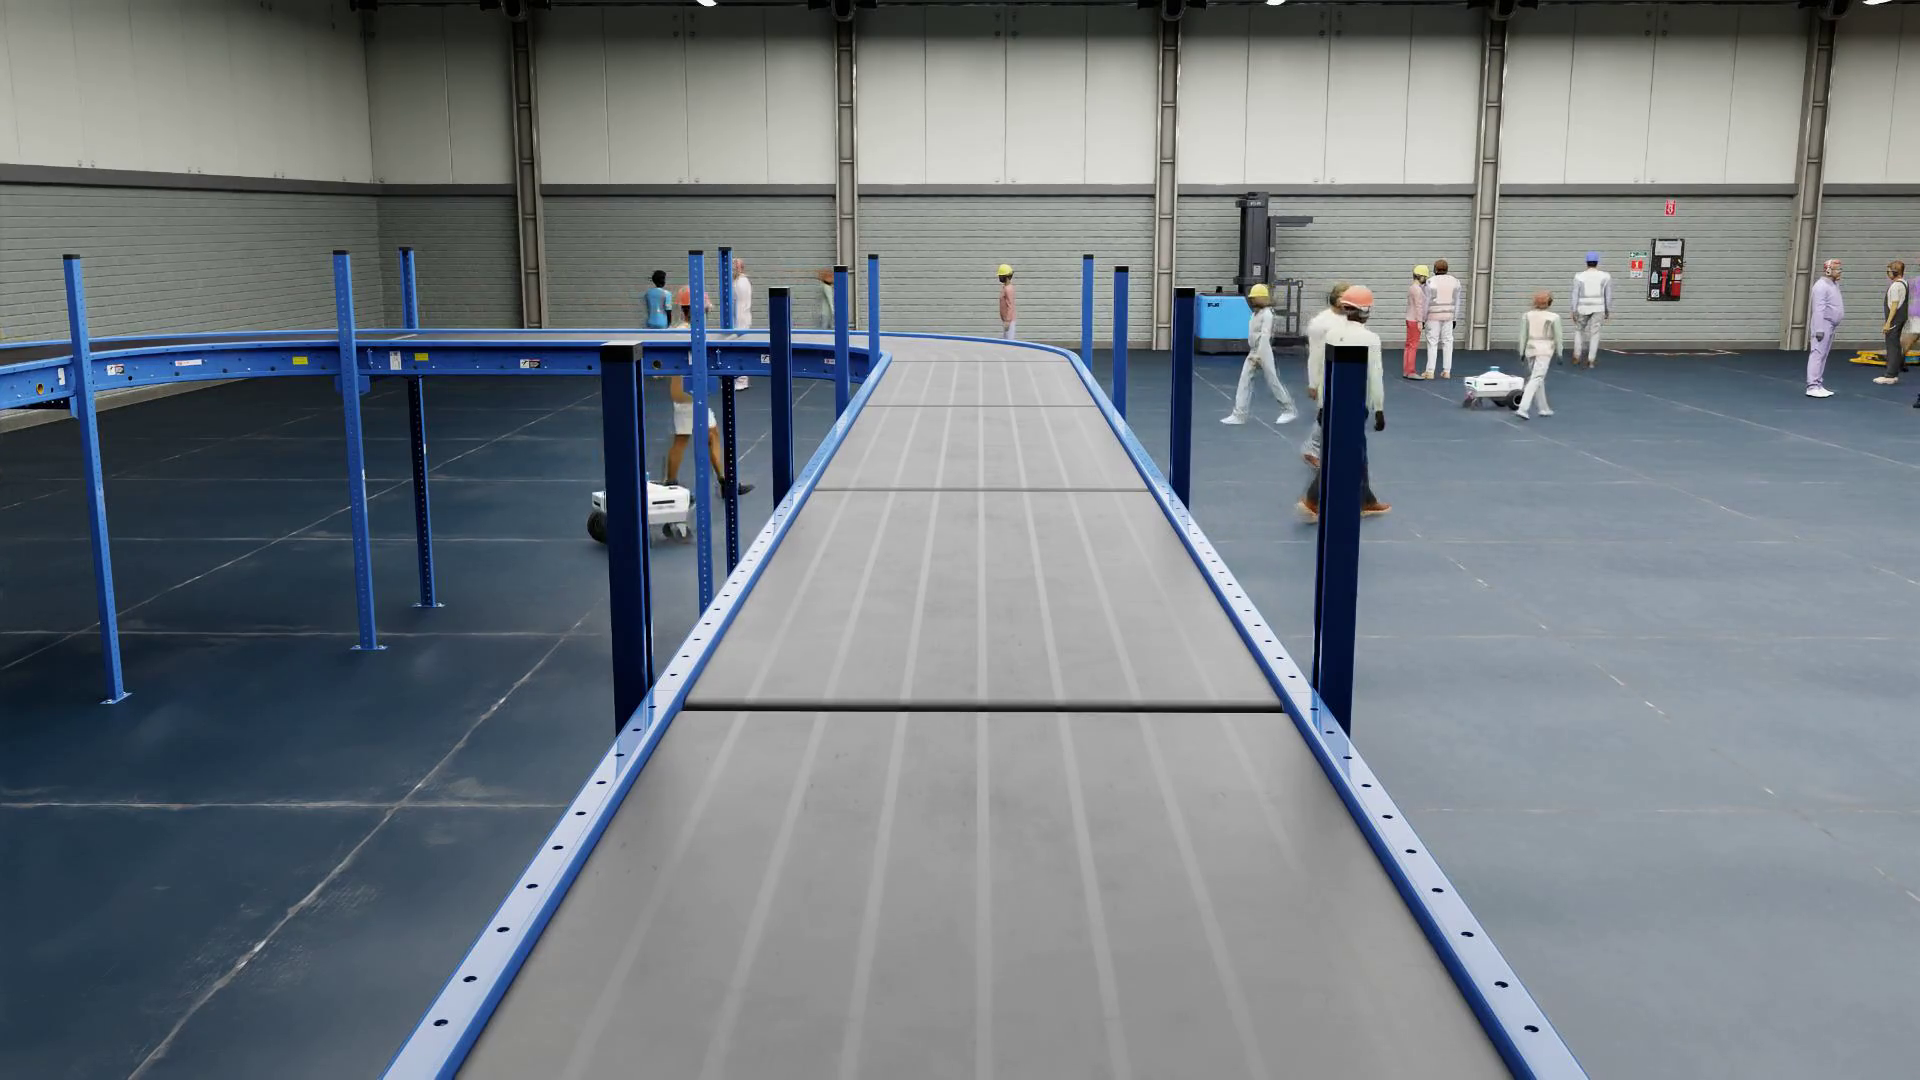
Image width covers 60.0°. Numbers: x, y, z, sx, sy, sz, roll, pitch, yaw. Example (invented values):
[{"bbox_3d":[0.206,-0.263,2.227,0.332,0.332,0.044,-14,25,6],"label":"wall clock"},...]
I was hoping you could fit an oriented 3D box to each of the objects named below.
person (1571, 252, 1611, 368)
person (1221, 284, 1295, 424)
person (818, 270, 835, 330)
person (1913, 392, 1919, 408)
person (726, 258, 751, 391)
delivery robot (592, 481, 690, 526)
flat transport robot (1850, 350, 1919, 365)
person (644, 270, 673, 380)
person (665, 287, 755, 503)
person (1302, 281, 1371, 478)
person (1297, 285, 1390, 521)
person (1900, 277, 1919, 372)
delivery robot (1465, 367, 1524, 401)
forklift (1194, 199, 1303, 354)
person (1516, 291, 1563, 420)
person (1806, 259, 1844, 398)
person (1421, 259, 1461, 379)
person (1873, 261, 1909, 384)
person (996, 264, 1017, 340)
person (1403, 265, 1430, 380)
[{"bbox_3d":[10.570,-3.859,27.893,0.636,1.915,0.840,3,11,15],"label":"person"},{"bbox_3d":[3.675,-2.259,20.219,0.918,1.698,0.491,-4,12,-19],"label":"person"},{"bbox_3d":[-2.282,-3.902,28.952,0.872,1.583,0.525,-2,11,-9],"label":"person"},{"bbox_3d":[13.035,-2.668,21.855,0.704,1.886,0.619,-10,15,-42],"label":"person"},{"bbox_3d":[-3.224,-3.119,24.137,0.406,1.899,0.685,-1,11,-3],"label":"person"},{"bbox_3d":[-2.459,-0.277,12.849,0.707,0.478,0.477,-6,12,-28],"label":"delivery robot"},{"bbox_3d":[16.072,-3.132,28.492,1.431,0.197,0.652,-4,12,-18],"label":"flat transport robot"},{"bbox_3d":[-4.638,-3.350,25.865,0.567,1.687,0.454,5,12,26],"label":"person"},{"bbox_3d":[-2.224,-1.264,14.575,0.896,1.899,0.566,0,11,2],"label":"person"},{"bbox_3d":[3.662,-1.573,16.202,0.630,1.897,1.014,-8,13,-34],"label":"person"},{"bbox_3d":[3.206,-1.132,13.784,1.019,1.955,0.624,-5,12,-25],"label":"person"},{"bbox_3d":[15.687,-3.686,27.047,0.959,1.900,0.561,-4,12,-21],"label":"person"},{"bbox_3d":[7.036,-2.042,21.917,0.707,0.478,0.477,-1,11,-7],"label":"delivery robot"},{"bbox_3d":[5.313,-4.851,30.603,1.873,2.768,1.129,0,11,1],"label":"forklift"},{"bbox_3d":[7.211,-2.298,20.711,0.877,1.603,0.522,-8,14,-35],"label":"person"},{"bbox_3d":[12.132,-2.963,23.294,0.406,1.911,0.638,9,14,39],"label":"person"},{"bbox_3d":[7.454,-3.440,25.916,0.624,1.845,0.430,-2,11,-8],"label":"person"},{"bbox_3d":[14.087,-3.281,25.107,0.345,1.840,0.504,11,15,43],"label":"person"},{"bbox_3d":[0.730,-3.418,26.012,0.329,1.764,0.524,0,11,-1],"label":"person"},{"bbox_3d":[7.072,-3.366,25.755,0.327,1.760,0.524,0,11,1],"label":"person"}]
